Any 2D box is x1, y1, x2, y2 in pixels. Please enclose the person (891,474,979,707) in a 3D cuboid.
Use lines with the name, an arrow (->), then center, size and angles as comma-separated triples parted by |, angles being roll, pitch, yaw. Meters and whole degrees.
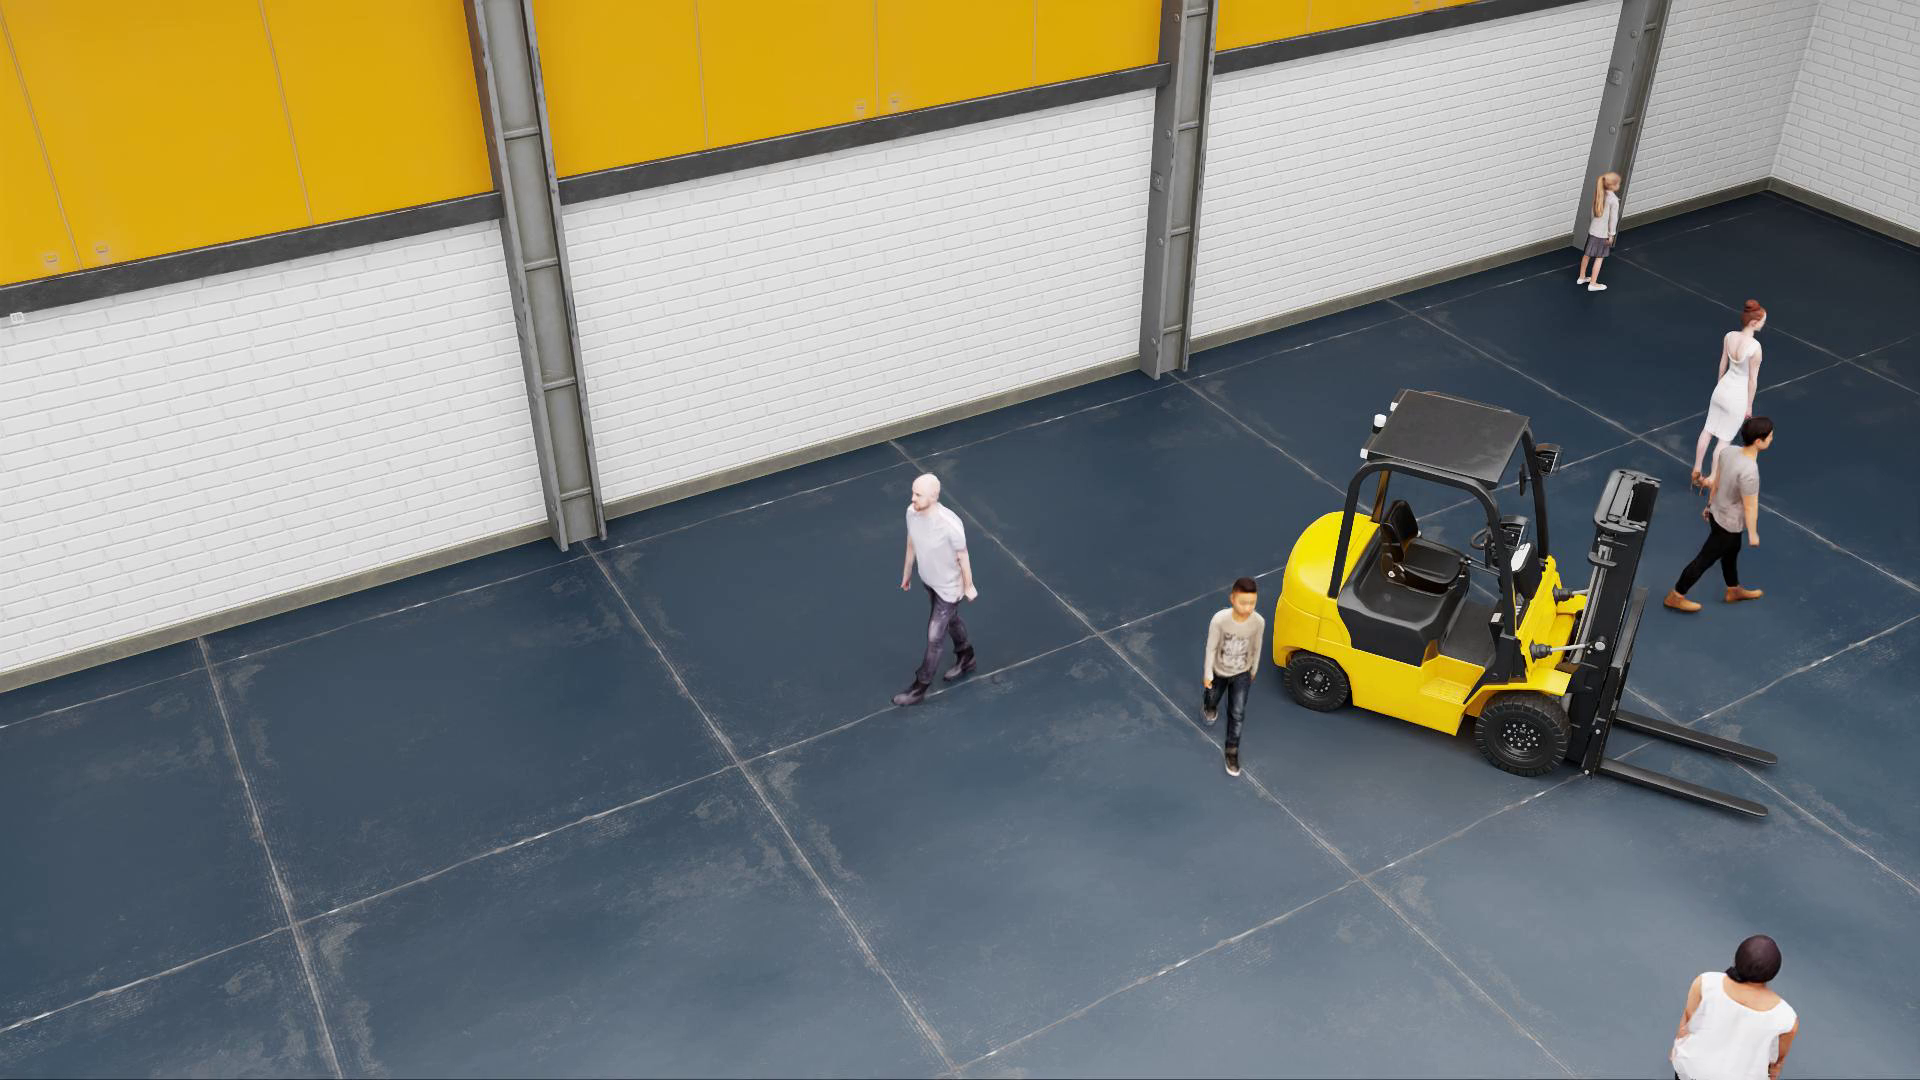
person -> -0.044, 0.286, 11.832 | 1.096, 1.790, 0.766 | -24, 41, -32

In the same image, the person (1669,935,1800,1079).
person -> 3.807, 2.665, 8.364 | 0.852, 1.667, 1.017 | 23, 40, 31

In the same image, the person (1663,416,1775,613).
person -> 5.724, -0.164, 12.601 | 1.082, 1.688, 0.965 | 5, 34, 8

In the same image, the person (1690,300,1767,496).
person -> 6.491, -1.189, 14.042 | 0.542, 1.799, 0.611 | -11, 35, -15

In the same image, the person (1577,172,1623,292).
person -> 6.818, -3.296, 17.686 | 0.555, 1.275, 0.541 | -12, 35, -17

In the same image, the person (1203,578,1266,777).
person -> 1.821, 0.838, 11.318 | 0.967, 1.440, 0.910 | 1, 34, 1
